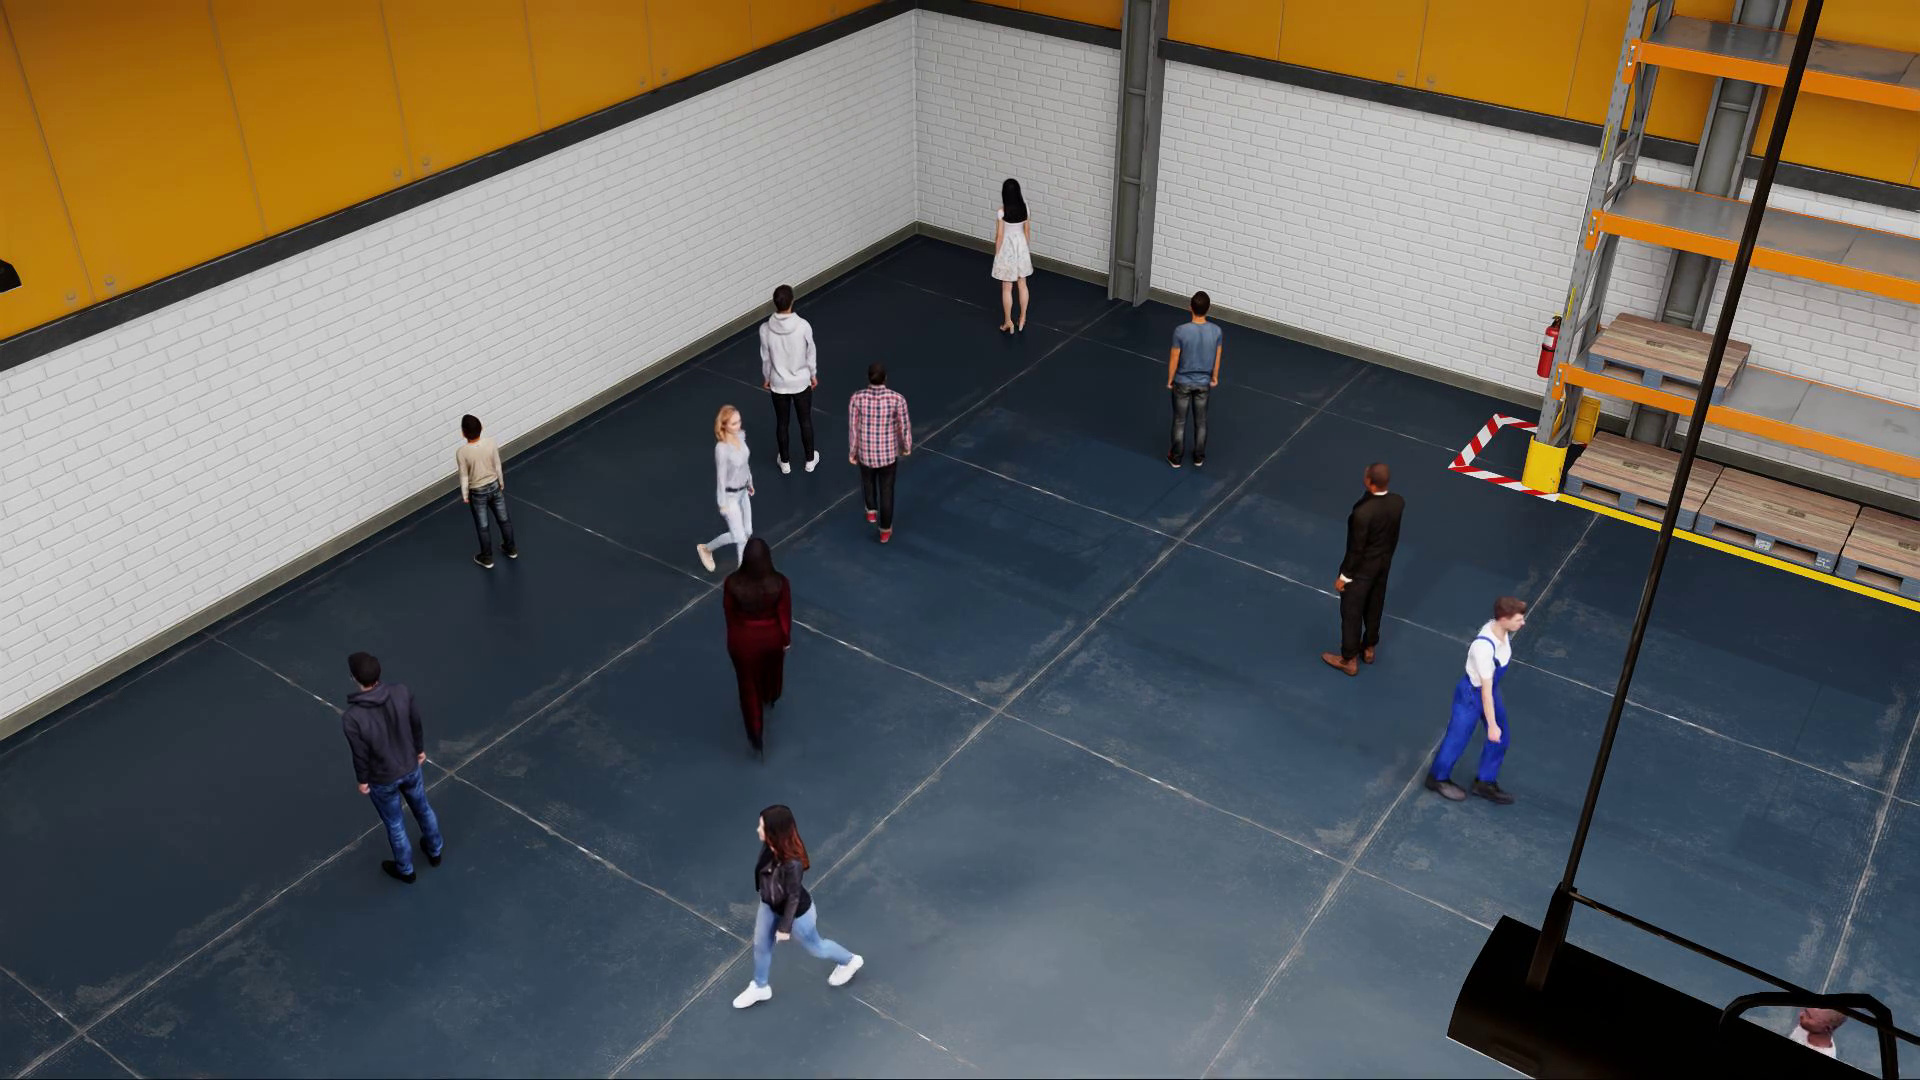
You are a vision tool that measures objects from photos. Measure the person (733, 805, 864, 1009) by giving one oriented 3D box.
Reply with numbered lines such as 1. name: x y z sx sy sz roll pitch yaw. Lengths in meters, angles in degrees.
1. person: -0.995 2.286 10.395 0.999 1.599 1.119 -17 37 -24

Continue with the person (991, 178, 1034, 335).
1. person: 0.577 -3.145 18.408 0.768 1.773 0.801 -14 36 -20

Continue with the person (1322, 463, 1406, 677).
1. person: 3.239 0.216 13.234 0.784 1.903 0.755 -20 38 -27

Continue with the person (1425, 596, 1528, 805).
1. person: 3.621 1.118 11.947 0.850 1.824 0.623 23 40 30

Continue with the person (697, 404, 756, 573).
1. person: -2.011 -0.385 14.251 0.923 1.778 0.742 10 35 15

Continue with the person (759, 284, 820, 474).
1. person: -1.615 -1.522 15.825 0.751 1.929 0.834 -2 34 -3

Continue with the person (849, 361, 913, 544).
1. person: -0.734 -0.761 14.846 0.955 1.746 0.998 1 34 2

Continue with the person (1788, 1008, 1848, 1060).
1. person: 4.539 3.142 8.969 1.163 1.751 0.872 9 35 13

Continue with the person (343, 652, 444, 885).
1. person: -3.840 1.538 11.252 0.590 1.895 0.686 25 41 33

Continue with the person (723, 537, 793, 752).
1. person: -1.518 0.802 12.515 1.080 1.723 1.145 -6 34 -9

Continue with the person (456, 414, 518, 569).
1. person: -4.177 -0.438 14.618 0.583 1.460 0.563 -25 41 -32

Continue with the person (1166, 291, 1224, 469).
1. person: 2.235 -1.530 15.948 0.698 1.807 0.763 -5 34 -8
